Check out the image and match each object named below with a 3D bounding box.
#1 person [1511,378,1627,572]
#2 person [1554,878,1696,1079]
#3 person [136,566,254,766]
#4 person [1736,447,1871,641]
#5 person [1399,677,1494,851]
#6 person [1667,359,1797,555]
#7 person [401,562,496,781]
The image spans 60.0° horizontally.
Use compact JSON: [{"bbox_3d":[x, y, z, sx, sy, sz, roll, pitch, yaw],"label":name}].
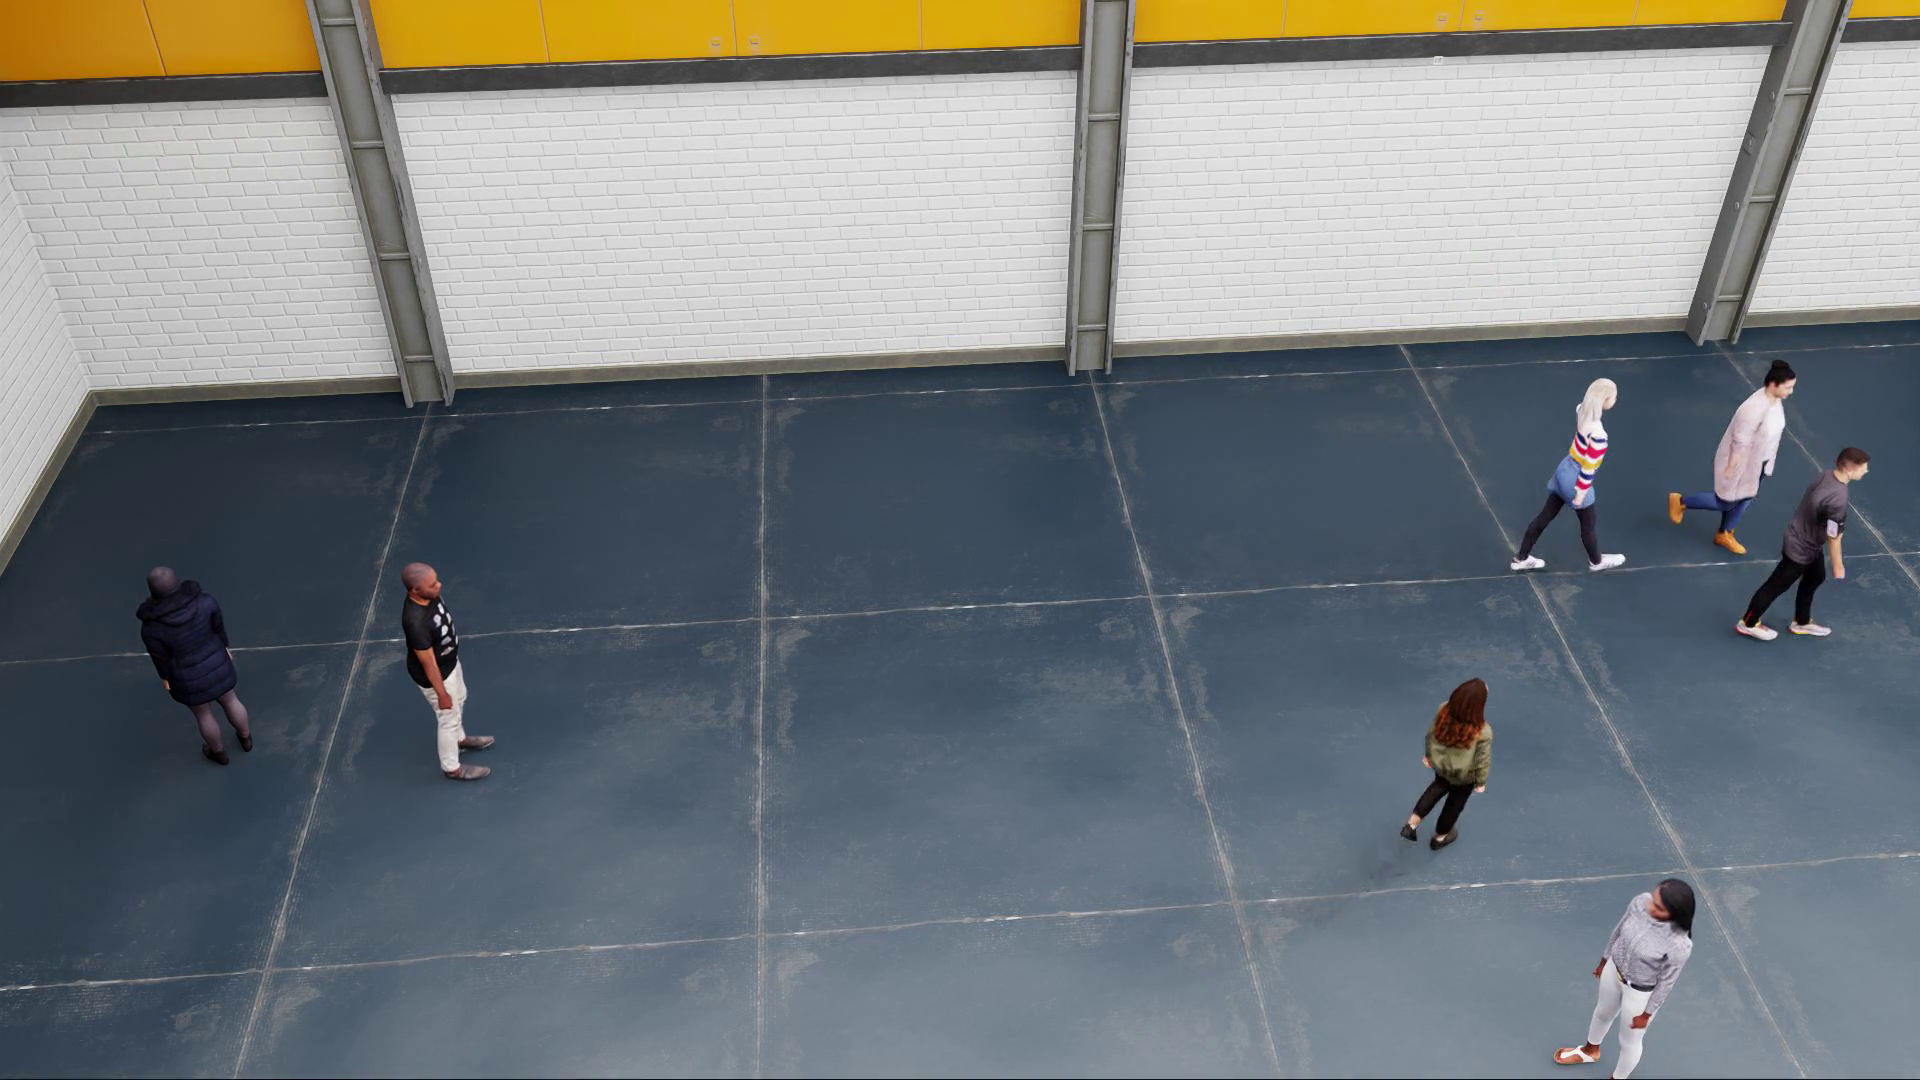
[{"bbox_3d":[4.564,-0.450,12.588,1.087,1.764,0.709,-1,39,-1],"label":"person"},{"bbox_3d":[3.654,2.419,9.027,0.591,1.725,0.632,-11,40,-13],"label":"person"},{"bbox_3d":[-5.073,0.829,11.059,0.858,1.674,0.789,32,48,33],"label":"person"},{"bbox_3d":[5.994,0.041,11.991,0.992,1.741,0.859,14,41,17],"label":"person"},{"bbox_3d":[3.066,1.456,10.441,0.830,1.465,0.753,-24,44,-27],"label":"person"},{"bbox_3d":[5.999,-0.674,12.899,0.998,1.725,1.037,-30,47,-32],"label":"person"},{"bbox_3d":[-3.442,0.852,10.930,0.601,1.799,0.663,-5,39,-6],"label":"person"}]
